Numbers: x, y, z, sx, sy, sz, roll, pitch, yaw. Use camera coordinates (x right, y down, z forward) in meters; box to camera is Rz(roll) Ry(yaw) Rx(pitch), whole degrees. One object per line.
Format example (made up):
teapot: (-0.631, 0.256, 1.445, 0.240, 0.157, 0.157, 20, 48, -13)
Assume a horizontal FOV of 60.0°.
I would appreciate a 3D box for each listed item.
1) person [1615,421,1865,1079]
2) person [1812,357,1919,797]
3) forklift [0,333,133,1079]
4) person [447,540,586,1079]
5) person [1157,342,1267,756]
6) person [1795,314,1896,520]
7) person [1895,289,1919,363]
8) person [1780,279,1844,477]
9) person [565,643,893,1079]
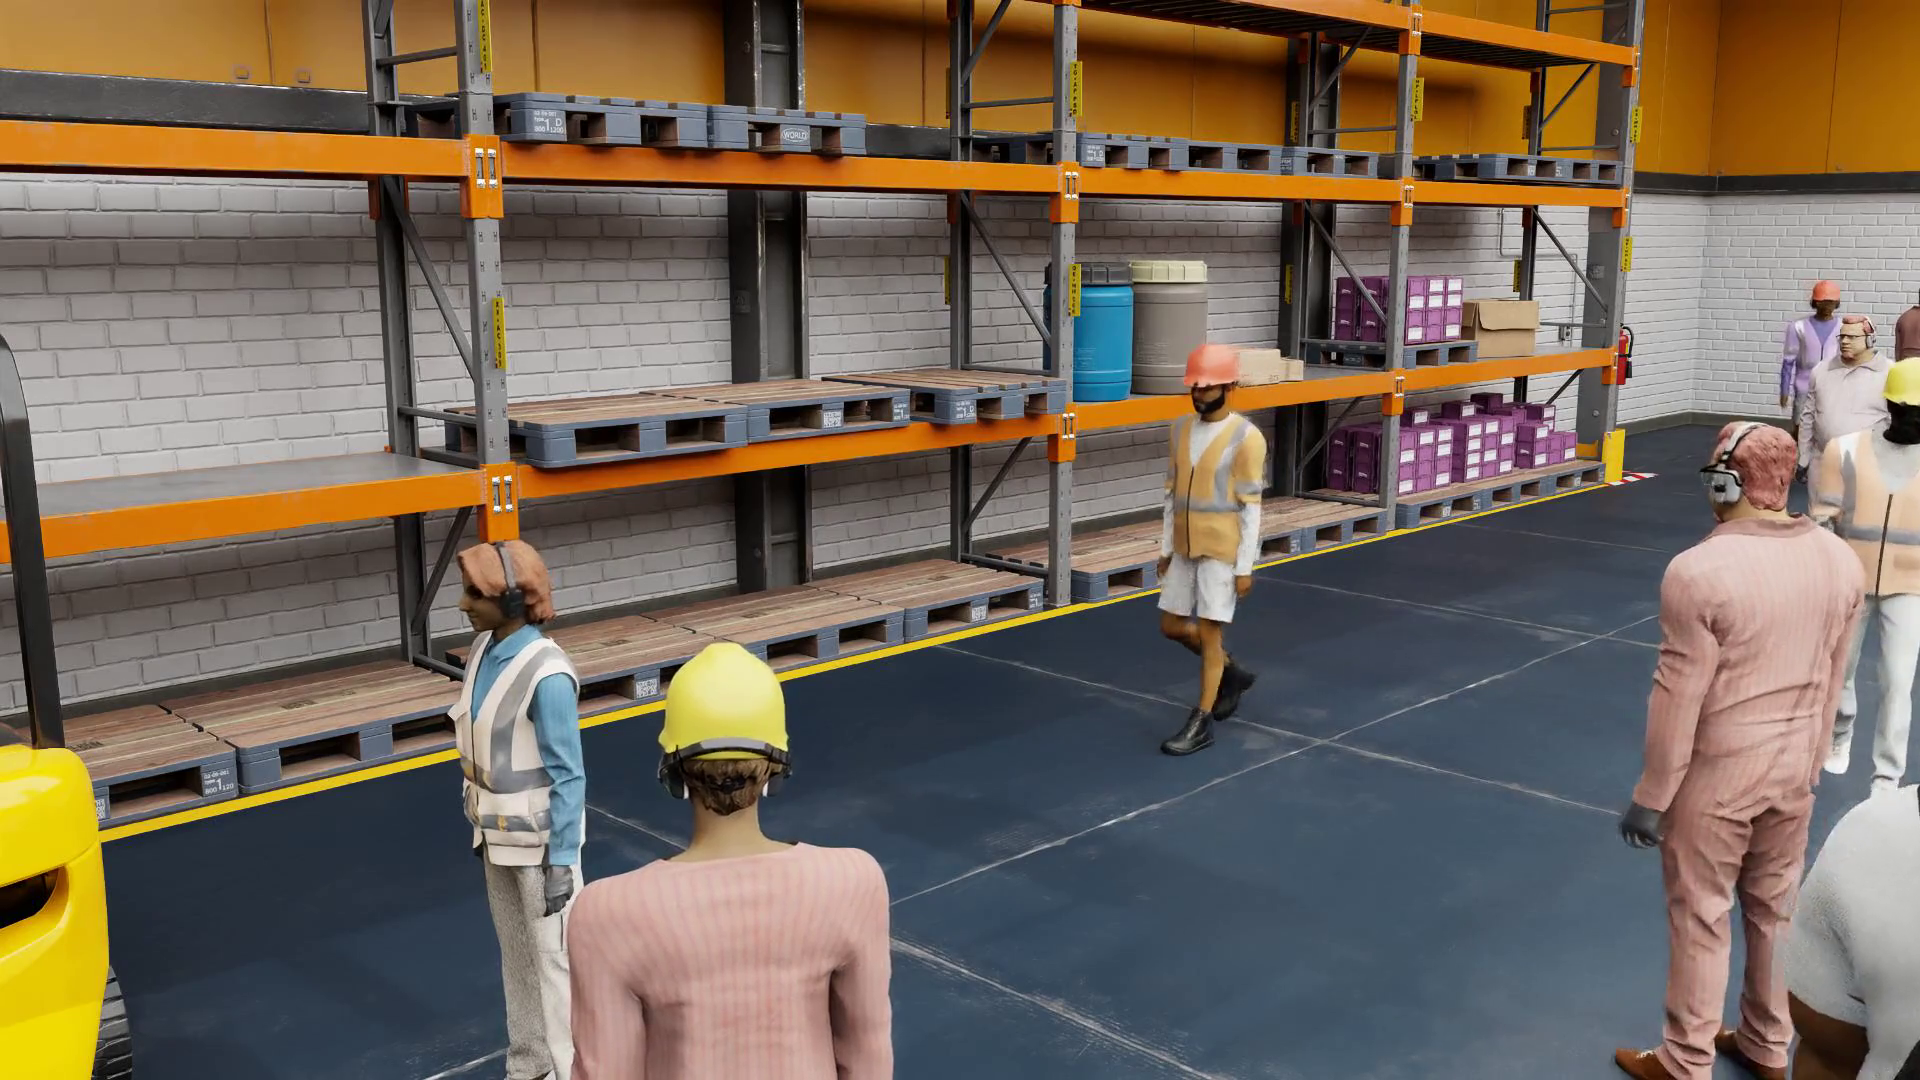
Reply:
person: (2.135, 0.621, 4.630, 0.669, 1.905, 0.403, -4, 11, -21)
person: (3.949, 0.176, 7.106, 0.610, 1.935, 0.688, 7, 12, 33)
forklift: (-3.289, 0.485, 4.582, 1.214, 2.155, 2.313, -10, 14, -44)
person: (-1.142, 0.802, 4.370, 0.311, 1.636, 0.523, -8, 13, -38)
person: (1.186, 0.033, 7.776, 0.606, 1.924, 0.571, -8, 13, -38)
person: (5.719, -0.501, 10.745, 0.401, 1.906, 0.650, -8, 13, -37)
person: (10.239, -1.773, 17.679, 0.407, 1.909, 0.639, -2, 11, -12)
person: (8.070, -1.455, 15.679, 0.614, 2.019, 0.782, 4, 11, 21)
person: (-0.367, 1.040, 2.725, 0.526, 1.768, 0.331, -4, 11, -19)
